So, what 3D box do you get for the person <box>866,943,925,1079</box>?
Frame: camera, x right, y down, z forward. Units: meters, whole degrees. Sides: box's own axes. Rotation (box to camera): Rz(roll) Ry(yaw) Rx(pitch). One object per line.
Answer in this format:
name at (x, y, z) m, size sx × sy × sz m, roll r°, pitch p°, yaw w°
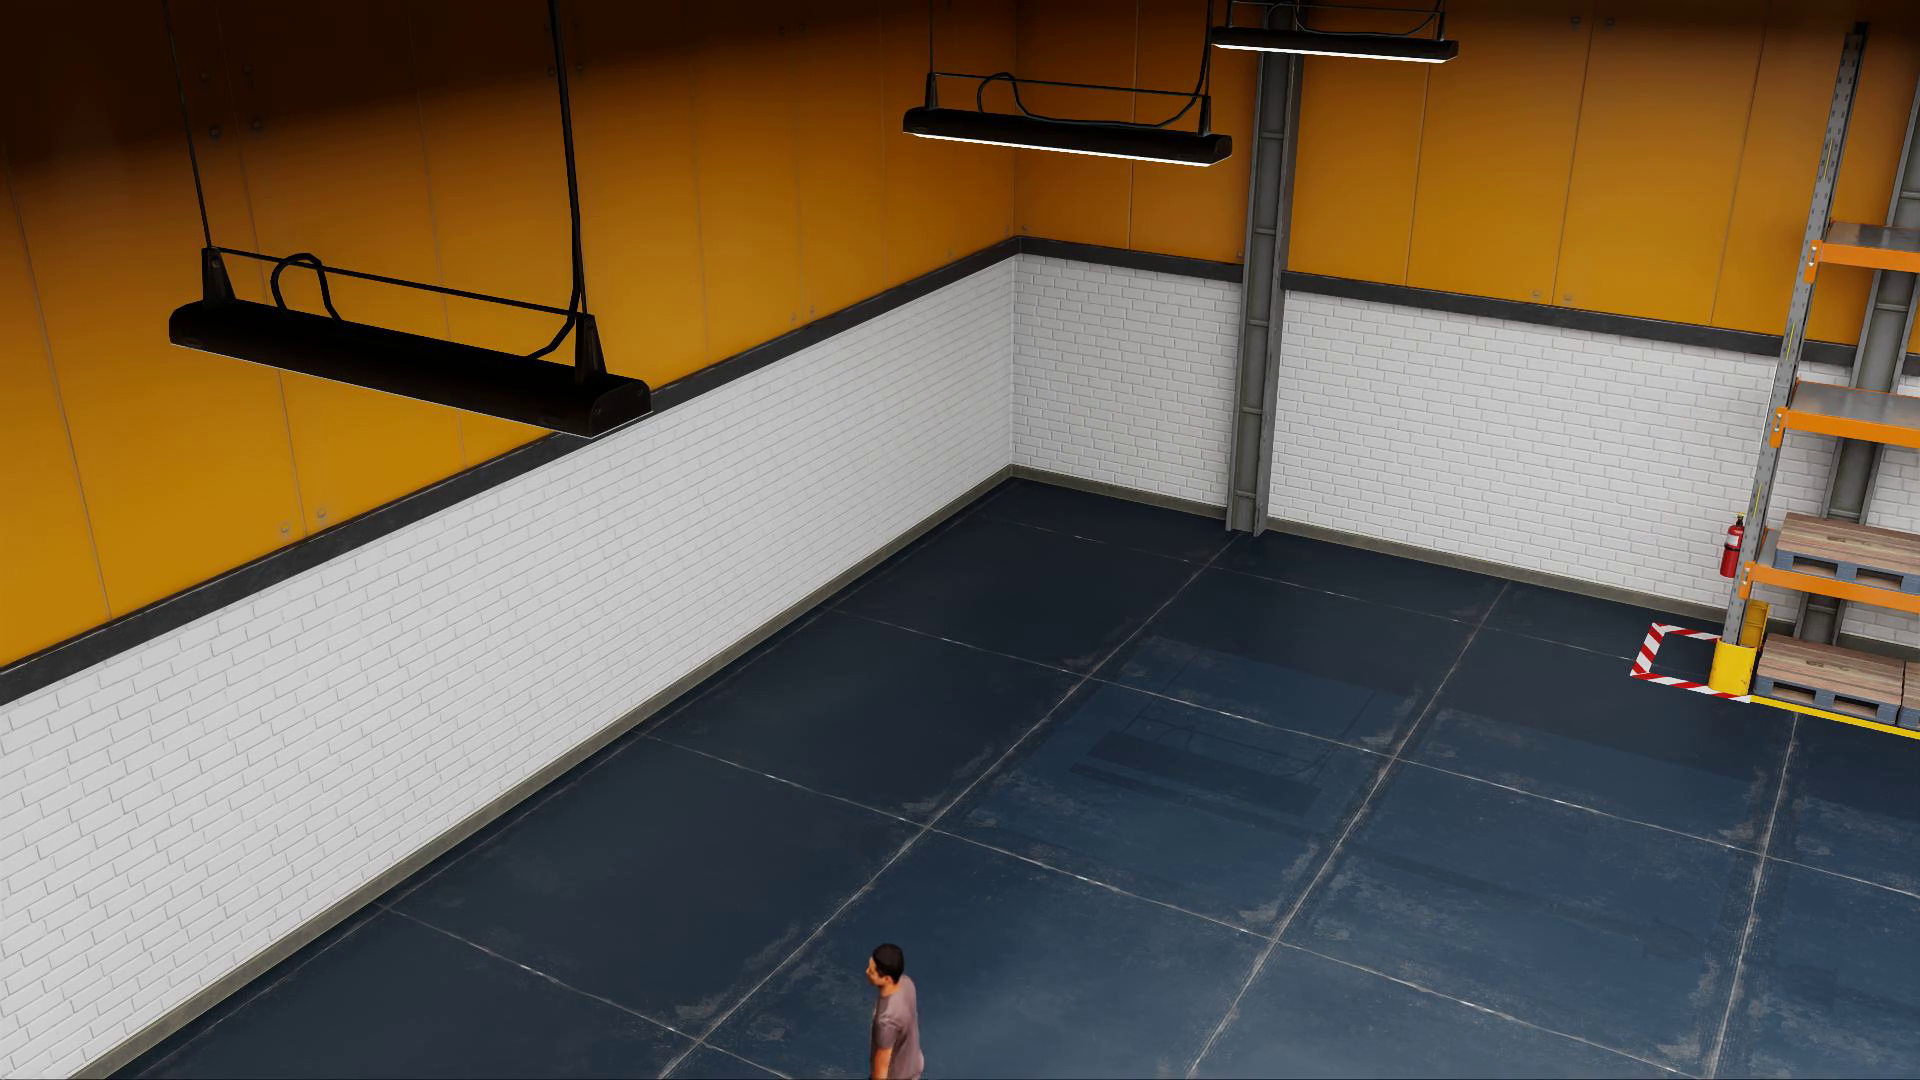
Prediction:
person at (-0.275, 3.110, 9.745) m, size 0.916 × 1.759 × 0.831 m, roll 2°, pitch 24°, yaw 4°
